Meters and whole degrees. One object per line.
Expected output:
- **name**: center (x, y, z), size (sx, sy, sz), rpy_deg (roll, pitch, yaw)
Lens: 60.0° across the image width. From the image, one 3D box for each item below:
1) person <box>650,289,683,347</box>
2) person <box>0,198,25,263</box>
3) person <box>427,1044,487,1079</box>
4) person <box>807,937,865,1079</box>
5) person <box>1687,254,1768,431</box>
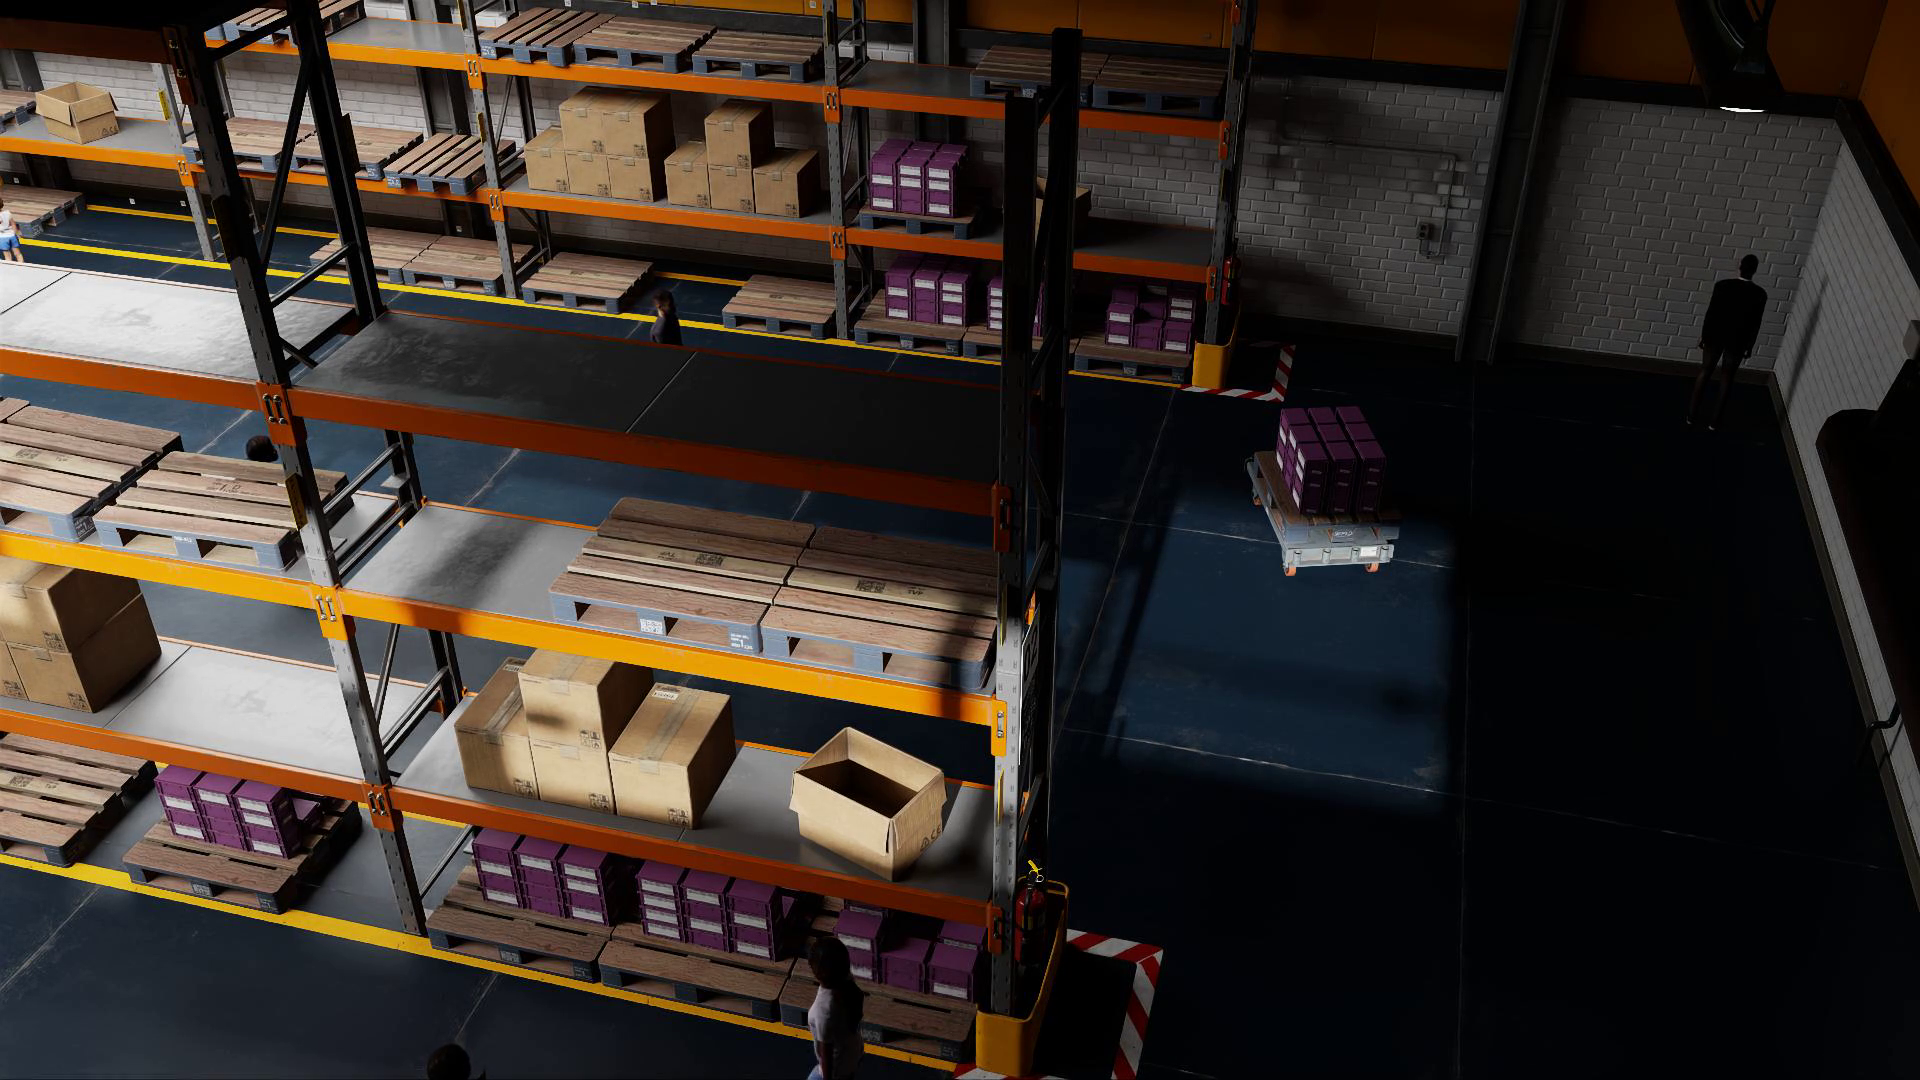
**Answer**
- **person**: center (-2.720, -1.538, 15.641), size (0.610, 1.764, 0.675), rpy_deg (2, 34, 4)
- **person**: center (-11.081, -3.528, 19.308), size (0.491, 1.019, 0.535), rpy_deg (-24, 41, -32)
- **person**: center (-2.528, 3.221, 8.574), size (0.611, 1.662, 0.662), rpy_deg (25, 41, 32)
- **person**: center (-0.595, 2.856, 9.082), size (0.613, 1.707, 0.611), rpy_deg (6, 34, 8)
- **person**: center (7.472, -1.933, 16.204), size (0.583, 1.798, 0.768), rpy_deg (19, 38, 26)
